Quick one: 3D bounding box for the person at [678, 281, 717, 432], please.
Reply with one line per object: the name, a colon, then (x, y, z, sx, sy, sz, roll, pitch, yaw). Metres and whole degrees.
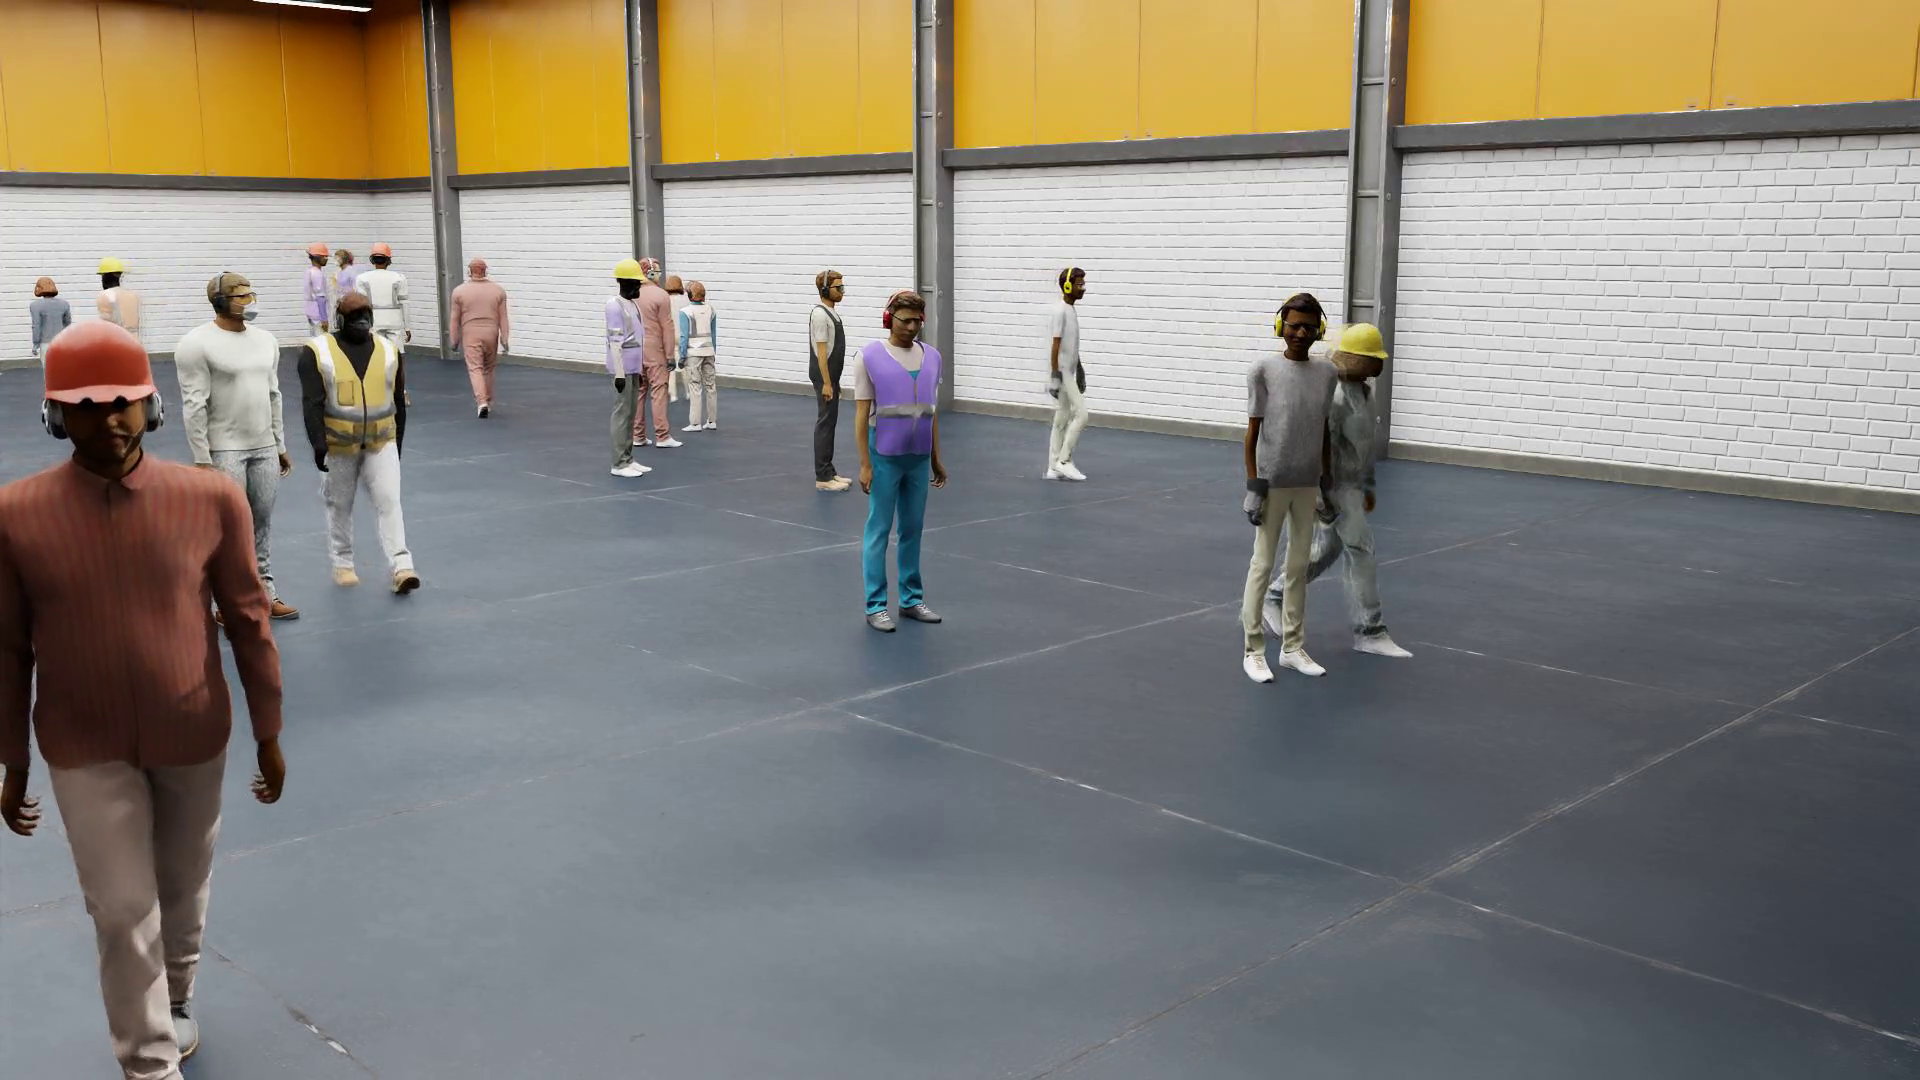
person: (-2.850, -1.994, 18.104, 0.310, 1.642, 0.514, 8, 13, 39)

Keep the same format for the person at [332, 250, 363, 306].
person: (-10.146, -3.871, 27.711, 0.545, 1.896, 1.023, -2, 11, -11)

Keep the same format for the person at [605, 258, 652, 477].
person: (-2.938, -1.527, 14.781, 0.383, 1.924, 0.594, 1, 10, 5)

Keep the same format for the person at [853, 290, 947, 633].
person: (-0.333, -0.435, 9.071, 0.563, 1.837, 0.389, -9, 13, -39)

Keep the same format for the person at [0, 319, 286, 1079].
person: (-1.959, 0.446, 3.977, 0.626, 1.951, 0.999, -7, 12, -33)

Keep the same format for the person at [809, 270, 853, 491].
person: (-1.090, -1.335, 13.958, 0.345, 1.846, 0.507, 1, 10, 3)

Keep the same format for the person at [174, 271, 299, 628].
person: (-3.919, -0.483, 9.058, 0.369, 1.940, 0.631, 5, 11, 24)

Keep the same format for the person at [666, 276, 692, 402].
person: (-3.649, -2.592, 21.443, 0.525, 1.599, 0.694, 0, 10, 1)

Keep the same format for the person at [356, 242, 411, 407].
person: (-7.115, -2.647, 20.571, 0.615, 2.040, 0.391, -3, 11, -15)

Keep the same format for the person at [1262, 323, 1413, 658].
person: (1.932, -0.274, 8.598, 0.870, 1.705, 0.490, 7, 12, 32)

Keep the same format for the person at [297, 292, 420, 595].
person: (-3.570, -0.566, 9.904, 0.630, 1.790, 0.960, -7, 12, -33)

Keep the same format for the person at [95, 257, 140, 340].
person: (-8.766, -1.983, 17.312, 0.420, 1.908, 0.607, 2, 11, 10)

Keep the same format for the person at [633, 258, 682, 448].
person: (-3.113, -1.874, 16.743, 0.641, 1.904, 0.401, 6, 12, 29)

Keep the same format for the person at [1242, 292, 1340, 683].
person: (1.598, -0.251, 8.000, 0.520, 1.864, 0.333, -4, 11, -20)

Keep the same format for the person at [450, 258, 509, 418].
person: (-5.672, -2.392, 19.662, 0.653, 1.866, 0.951, -5, 11, -25)

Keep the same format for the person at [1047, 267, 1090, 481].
person: (0.985, -1.424, 14.439, 0.527, 1.843, 0.564, 3, 11, 15)

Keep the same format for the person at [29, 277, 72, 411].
person: (-11.020, -2.374, 20.202, 0.268, 1.631, 0.507, 6, 12, 29)

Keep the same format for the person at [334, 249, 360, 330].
person: (-9.661, -3.599, 26.099, 0.794, 1.910, 0.667, -8, 13, -37)

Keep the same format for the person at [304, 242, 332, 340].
person: (-8.899, -3.123, 23.174, 0.396, 2.038, 0.614, -7, 12, -33)
